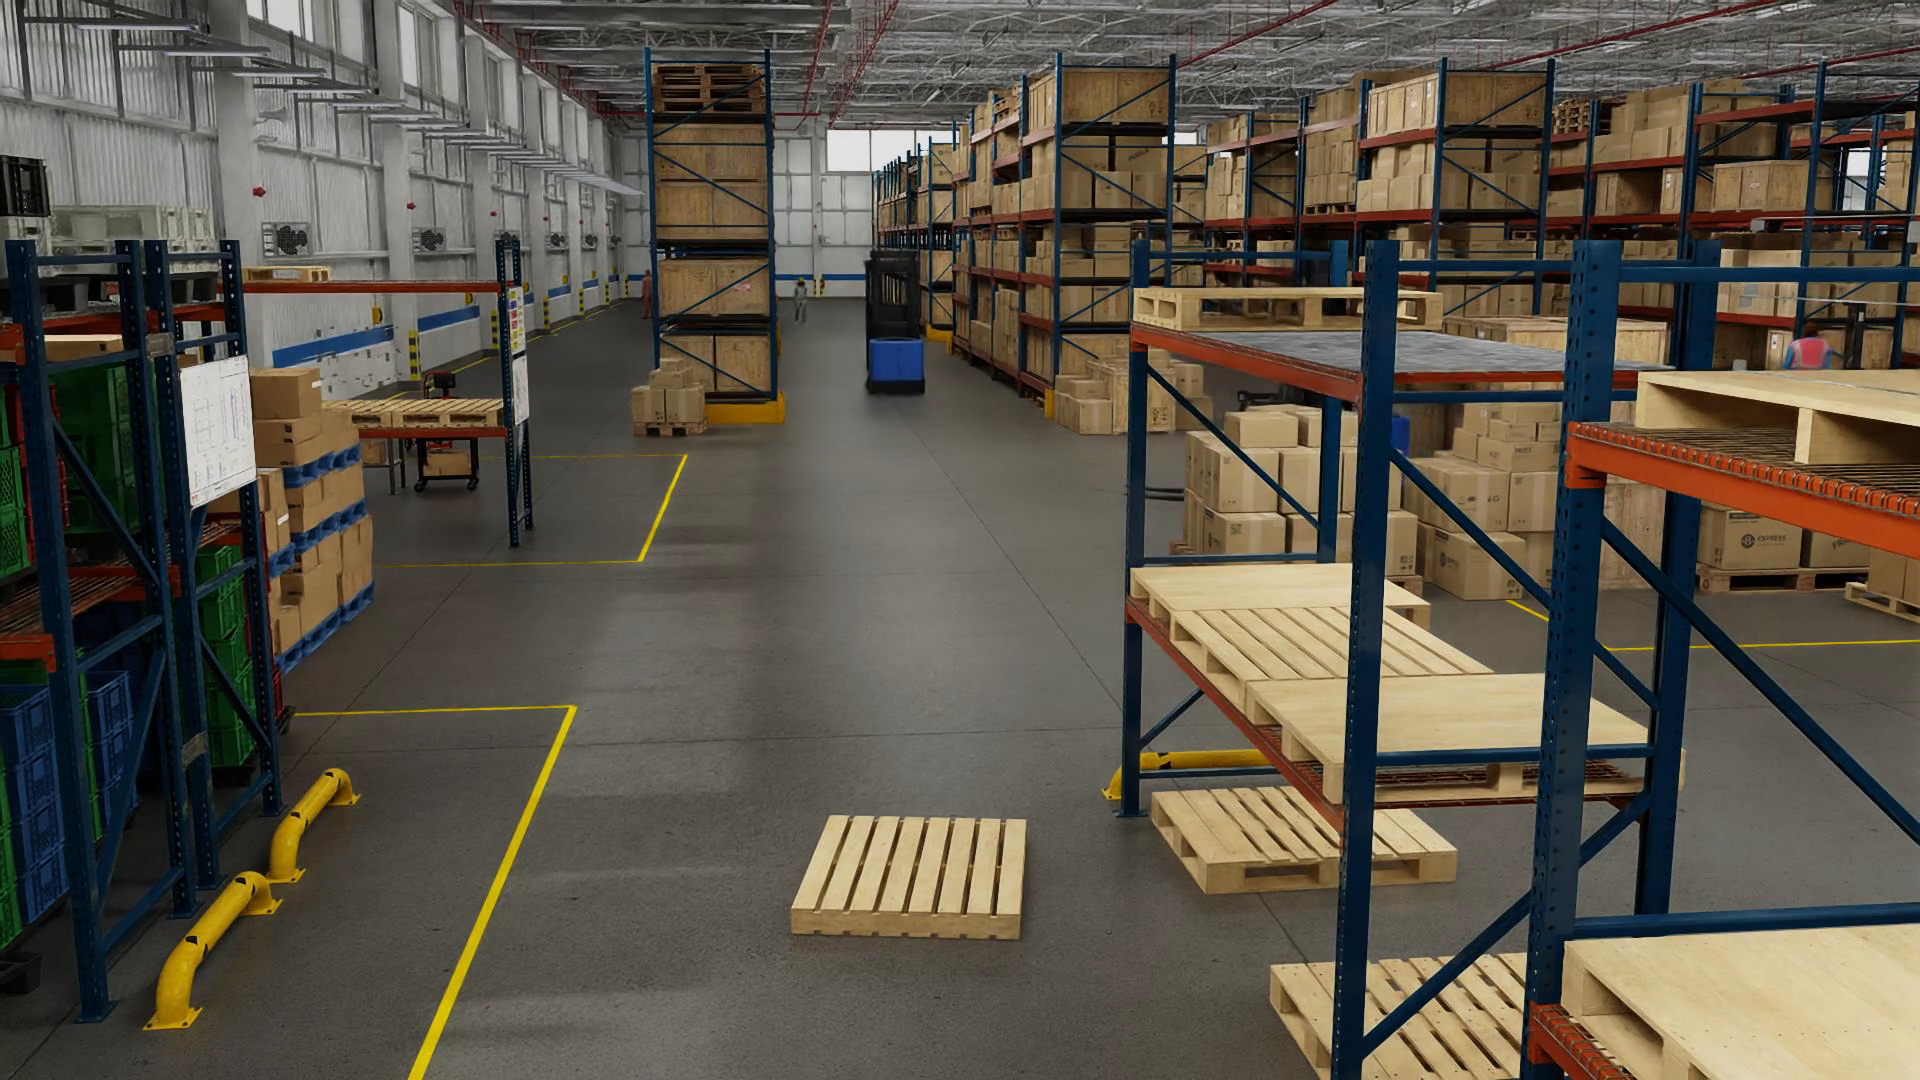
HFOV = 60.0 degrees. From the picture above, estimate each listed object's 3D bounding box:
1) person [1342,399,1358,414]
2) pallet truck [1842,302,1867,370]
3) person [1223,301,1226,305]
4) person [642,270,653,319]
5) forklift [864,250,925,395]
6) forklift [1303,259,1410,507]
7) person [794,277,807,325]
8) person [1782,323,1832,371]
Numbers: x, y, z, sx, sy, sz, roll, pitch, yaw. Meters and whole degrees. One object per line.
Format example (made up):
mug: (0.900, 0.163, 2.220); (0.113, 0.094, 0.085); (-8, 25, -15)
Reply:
person: (3.728, -0.744, 16.431); (0.825, 1.657, 0.551); (-2, 10, -13)
pallet truck: (15.846, -3.142, 28.793); (1.885, 1.965, 0.823); (2, 10, 12)
person: (9.412, -8.261, 57.652); (0.571, 1.823, 0.801); (0, 10, -2)
person: (-12.074, -9.523, 64.448); (0.402, 1.895, 0.653); (8, 13, 38)
forklift: (-1.299, -4.336, 32.959); (1.129, 2.768, 1.873); (-1, 10, -6)
forklift: (4.107, -1.789, 18.844); (1.873, 2.768, 1.129); (1, 10, 5)
person: (-5.683, -8.525, 59.337); (0.487, 1.733, 0.490); (-3, 11, -19)
person: (12.813, -2.392, 25.221); (0.625, 1.795, 0.949); (2, 10, 10)
